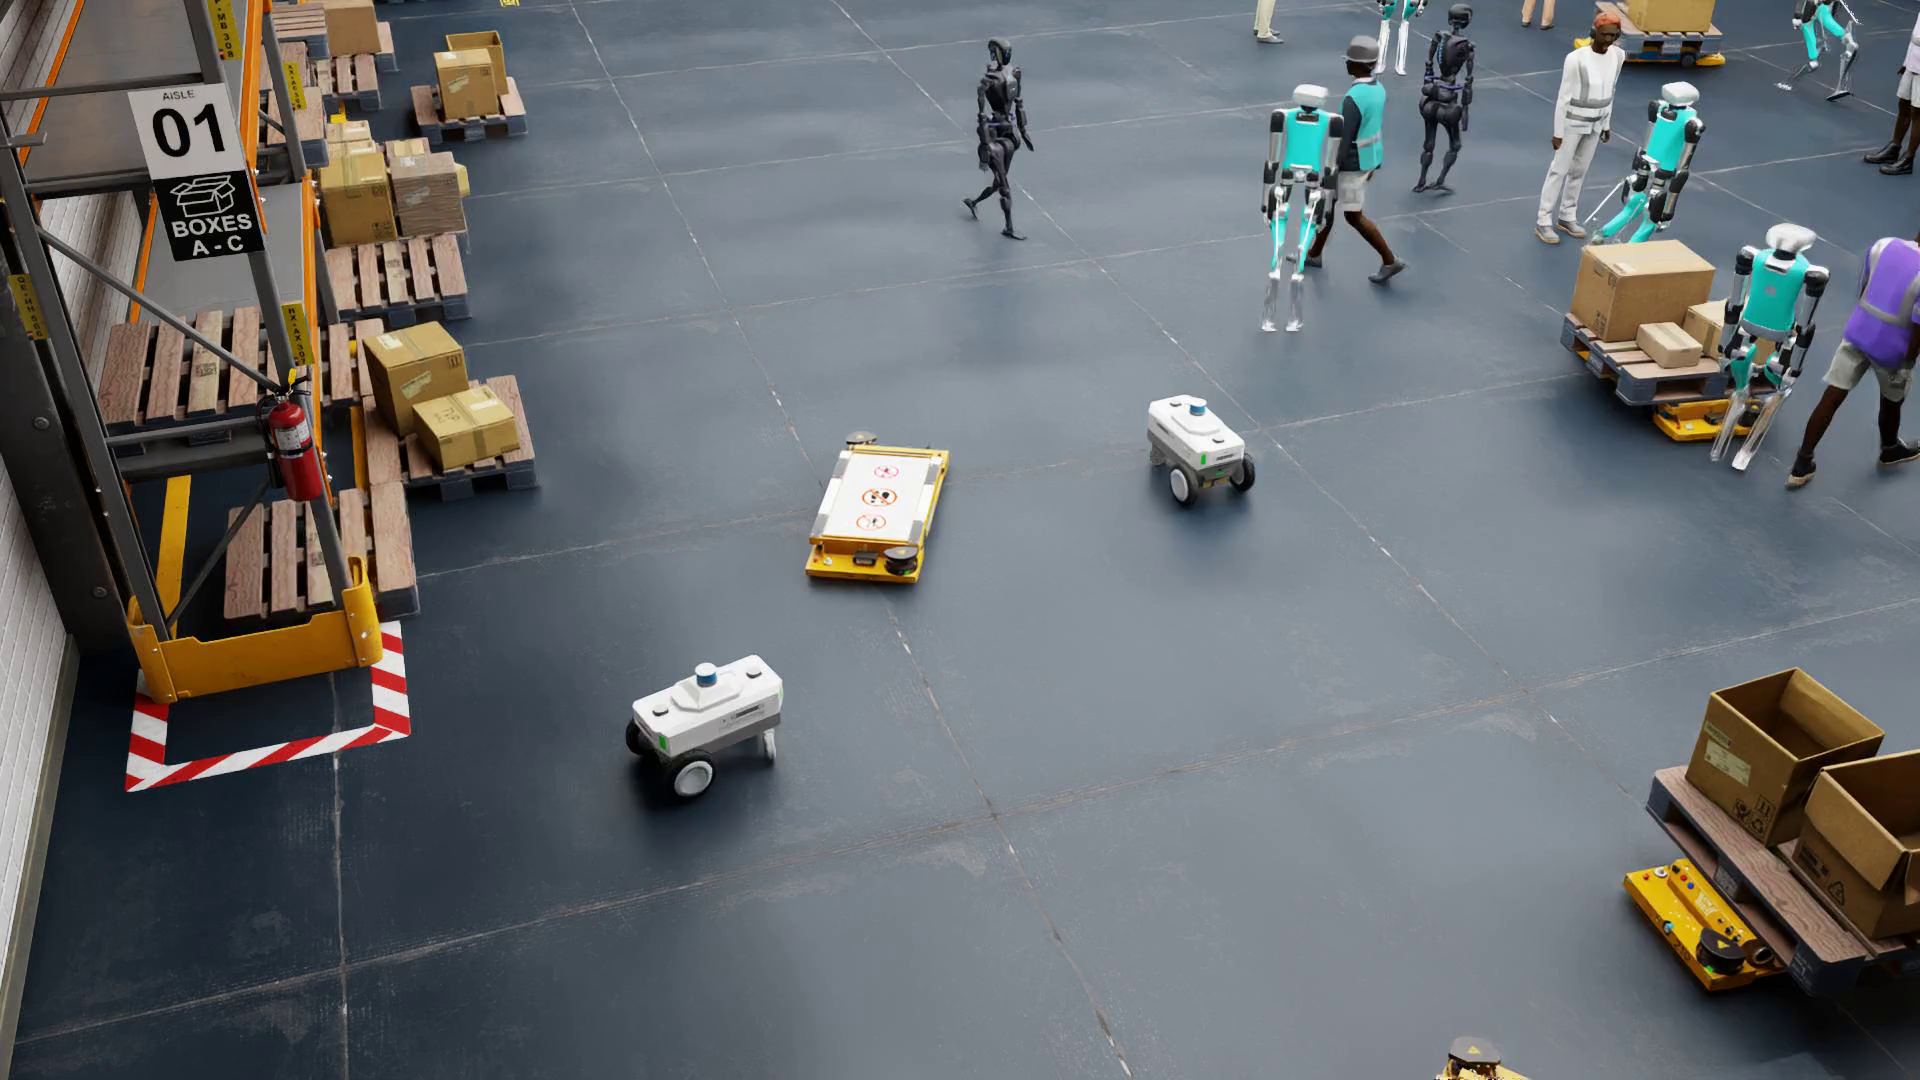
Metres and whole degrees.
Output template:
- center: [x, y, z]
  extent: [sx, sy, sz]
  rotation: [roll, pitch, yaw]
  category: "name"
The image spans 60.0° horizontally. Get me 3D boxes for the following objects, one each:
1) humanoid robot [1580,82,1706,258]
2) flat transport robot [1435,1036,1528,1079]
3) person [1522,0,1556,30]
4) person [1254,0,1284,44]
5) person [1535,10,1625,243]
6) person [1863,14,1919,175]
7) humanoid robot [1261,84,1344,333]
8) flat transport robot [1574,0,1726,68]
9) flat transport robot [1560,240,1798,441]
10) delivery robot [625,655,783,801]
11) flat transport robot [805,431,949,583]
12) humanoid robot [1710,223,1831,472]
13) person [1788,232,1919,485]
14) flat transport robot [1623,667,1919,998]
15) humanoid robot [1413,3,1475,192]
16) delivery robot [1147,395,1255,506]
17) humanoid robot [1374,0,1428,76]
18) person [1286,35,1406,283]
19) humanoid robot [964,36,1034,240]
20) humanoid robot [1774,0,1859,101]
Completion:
- center: [4.960, -2.458, 12.320]
  extent: [0.663, 1.829, 0.551]
  rotation: [-10, 34, -14]
  category: "humanoid robot"
- center: [1.894, 2.470, 6.071]
  extent: [0.659, 0.231, 1.431]
  rotation: [19, 38, 27]
  category: "flat transport robot"
- center: [6.659, -6.598, 18.698]
  extent: [0.480, 1.667, 0.389]
  rotation: [18, 37, 25]
  category: "person"
- center: [3.437, -6.419, 18.273]
  extent: [0.387, 1.836, 0.563]
  rotation: [1, 33, 1]
  category: "person"
- center: [5.064, -3.359, 13.534]
  extent: [0.575, 1.881, 0.350]
  rotation: [-13, 35, -20]
  category: "person"
- center: [8.554, -4.221, 14.809]
  extent: [0.371, 1.933, 0.547]
  rotation: [0, 33, 1]
  category: "person"
- center: [2.437, -2.337, 12.119]
  extent: [0.535, 1.791, 0.796]
  rotation: [8, 34, 11]
  category: "humanoid robot"
- center: [7.483, -5.343, 18.053]
  extent: [1.431, 0.231, 0.659]
  rotation: [1, 33, 1]
  category: "flat transport robot"
- center: [4.928, -1.121, 11.578]
  extent: [0.659, 0.231, 1.431]
  rotation: [-6, 34, -8]
  category: "flat transport robot"
- center: [-1.257, 0.897, 8.230]
  extent: [0.776, 0.604, 0.525]
  rotation: [-21, 39, -29]
  category: "delivery robot"
- center: [-0.485, -0.213, 10.185]
  extent: [0.659, 0.231, 1.431]
  rotation: [4, 33, 6]
  category: "flat transport robot"
- center: [5.036, -1.172, 10.336]
  extent: [0.531, 1.798, 0.765]
  rotation: [28, 42, 36]
  category: "humanoid robot"
- center: [5.714, -1.239, 10.261]
  extent: [1.012, 1.898, 0.667]
  rotation: [-14, 36, -20]
  category: "person"
- center: [3.792, 1.590, 7.419]
  extent: [1.431, 0.231, 0.659]
  rotation: [-8, 34, -12]
  category: "flat transport robot"
- center: [4.204, -3.829, 14.450]
  extent: [0.323, 1.648, 0.592]
  rotation: [-17, 37, -24]
  category: "humanoid robot"
- center: [1.499, -0.586, 10.511]
  extent: [0.499, 0.612, 0.784]
  rotation: [-14, 36, -21]
  category: "delivery robot"
- center: [4.543, -5.644, 17.054]
  extent: [0.533, 1.672, 0.735]
  rotation: [6, 34, 10]
  category: "humanoid robot"
- center: [3.088, -2.927, 12.852]
  extent: [0.922, 1.898, 0.545]
  rotation: [15, 36, 22]
  category: "person"
- center: [0.299, -3.341, 13.747]
  extent: [0.750, 1.652, 0.593]
  rotation: [25, 40, 33]
  category: "humanoid robot"
- center: [8.726, -5.197, 16.530]
  extent: [0.532, 1.784, 0.997]
  rotation: [-15, 36, -22]
  category: "humanoid robot"
